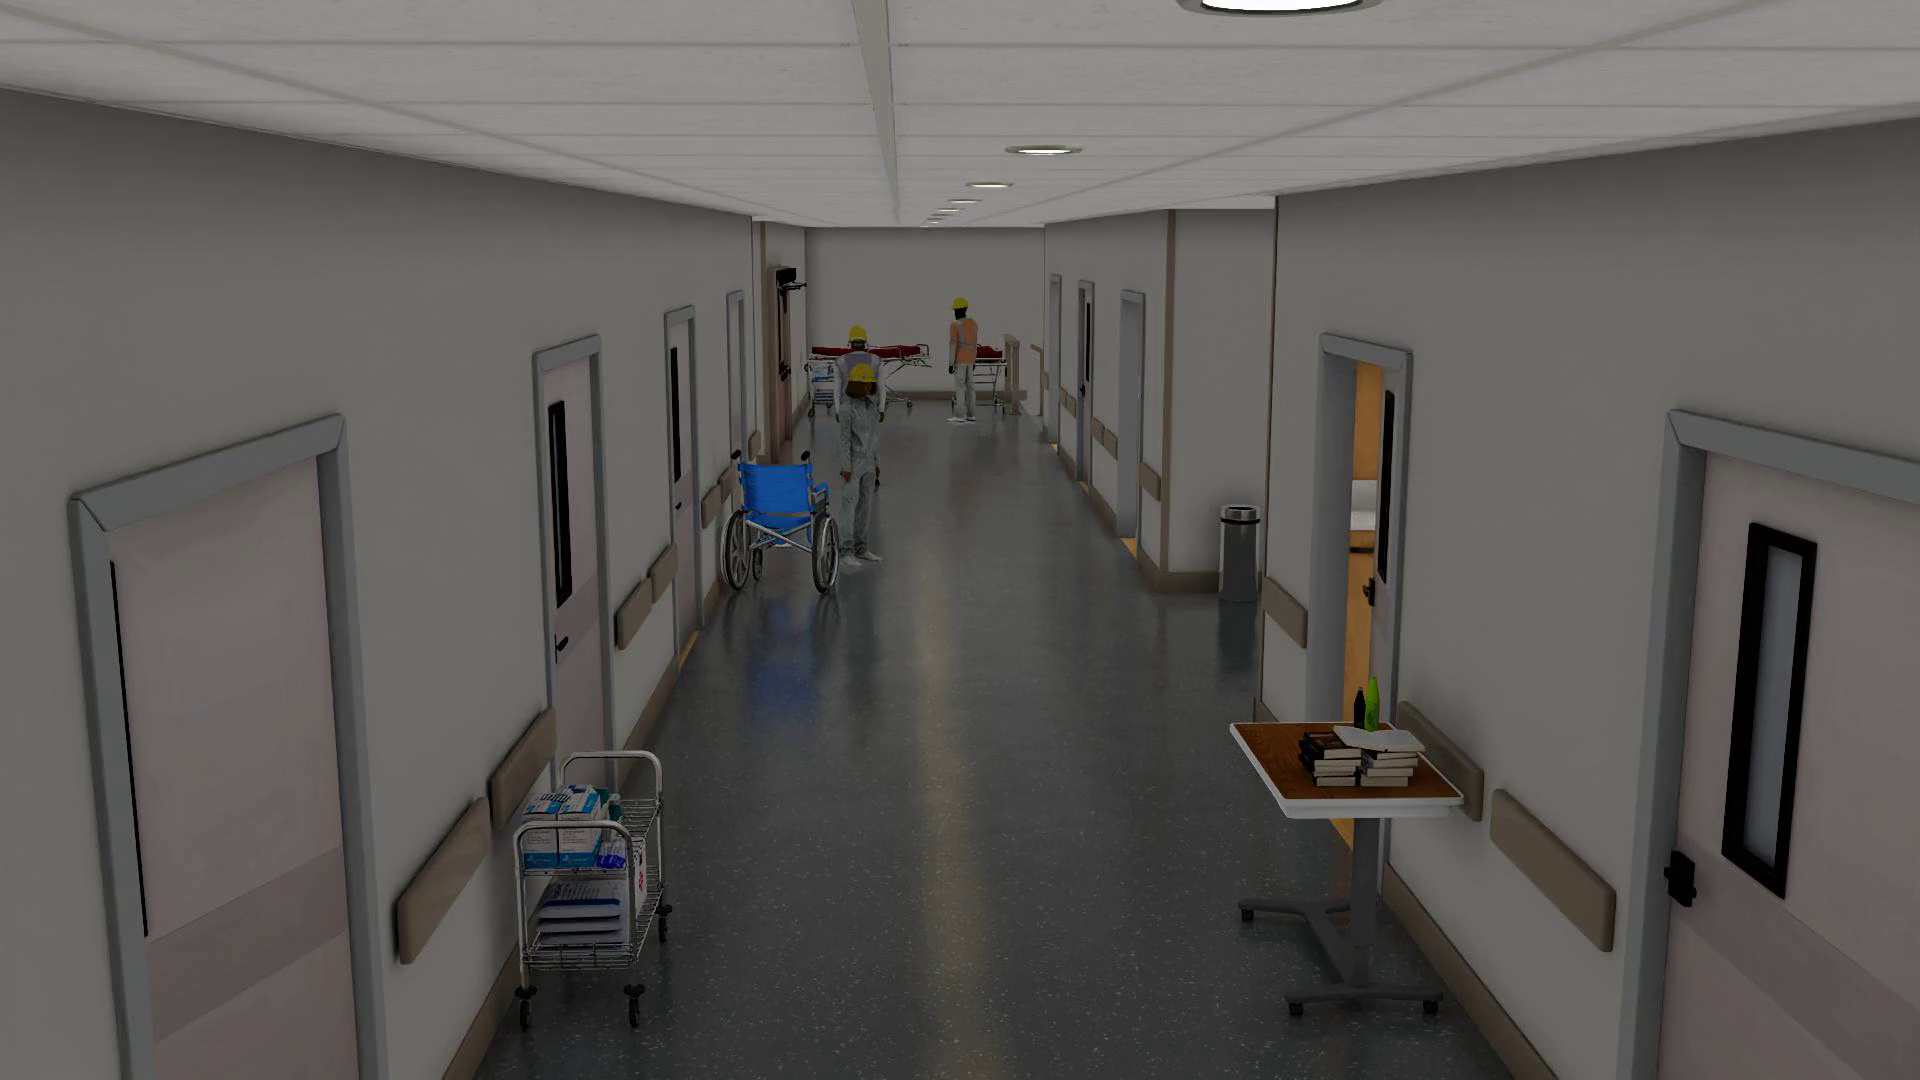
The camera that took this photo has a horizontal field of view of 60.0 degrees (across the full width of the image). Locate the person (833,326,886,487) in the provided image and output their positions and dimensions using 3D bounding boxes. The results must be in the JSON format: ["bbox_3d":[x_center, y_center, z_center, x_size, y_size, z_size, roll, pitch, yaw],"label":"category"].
[{"bbox_3d":[-1.134,-1.503,18.815,0.589,1.833,0.404,-1,10,-5],"label":"person"}]

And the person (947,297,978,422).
[{"bbox_3d":[0.031,-2.776,25.672,0.397,1.920,0.586,9,13,41],"label":"person"}]

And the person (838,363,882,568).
[{"bbox_3d":[-0.845,-0.645,14.284,0.324,1.742,0.492,6,12,32],"label":"person"}]
